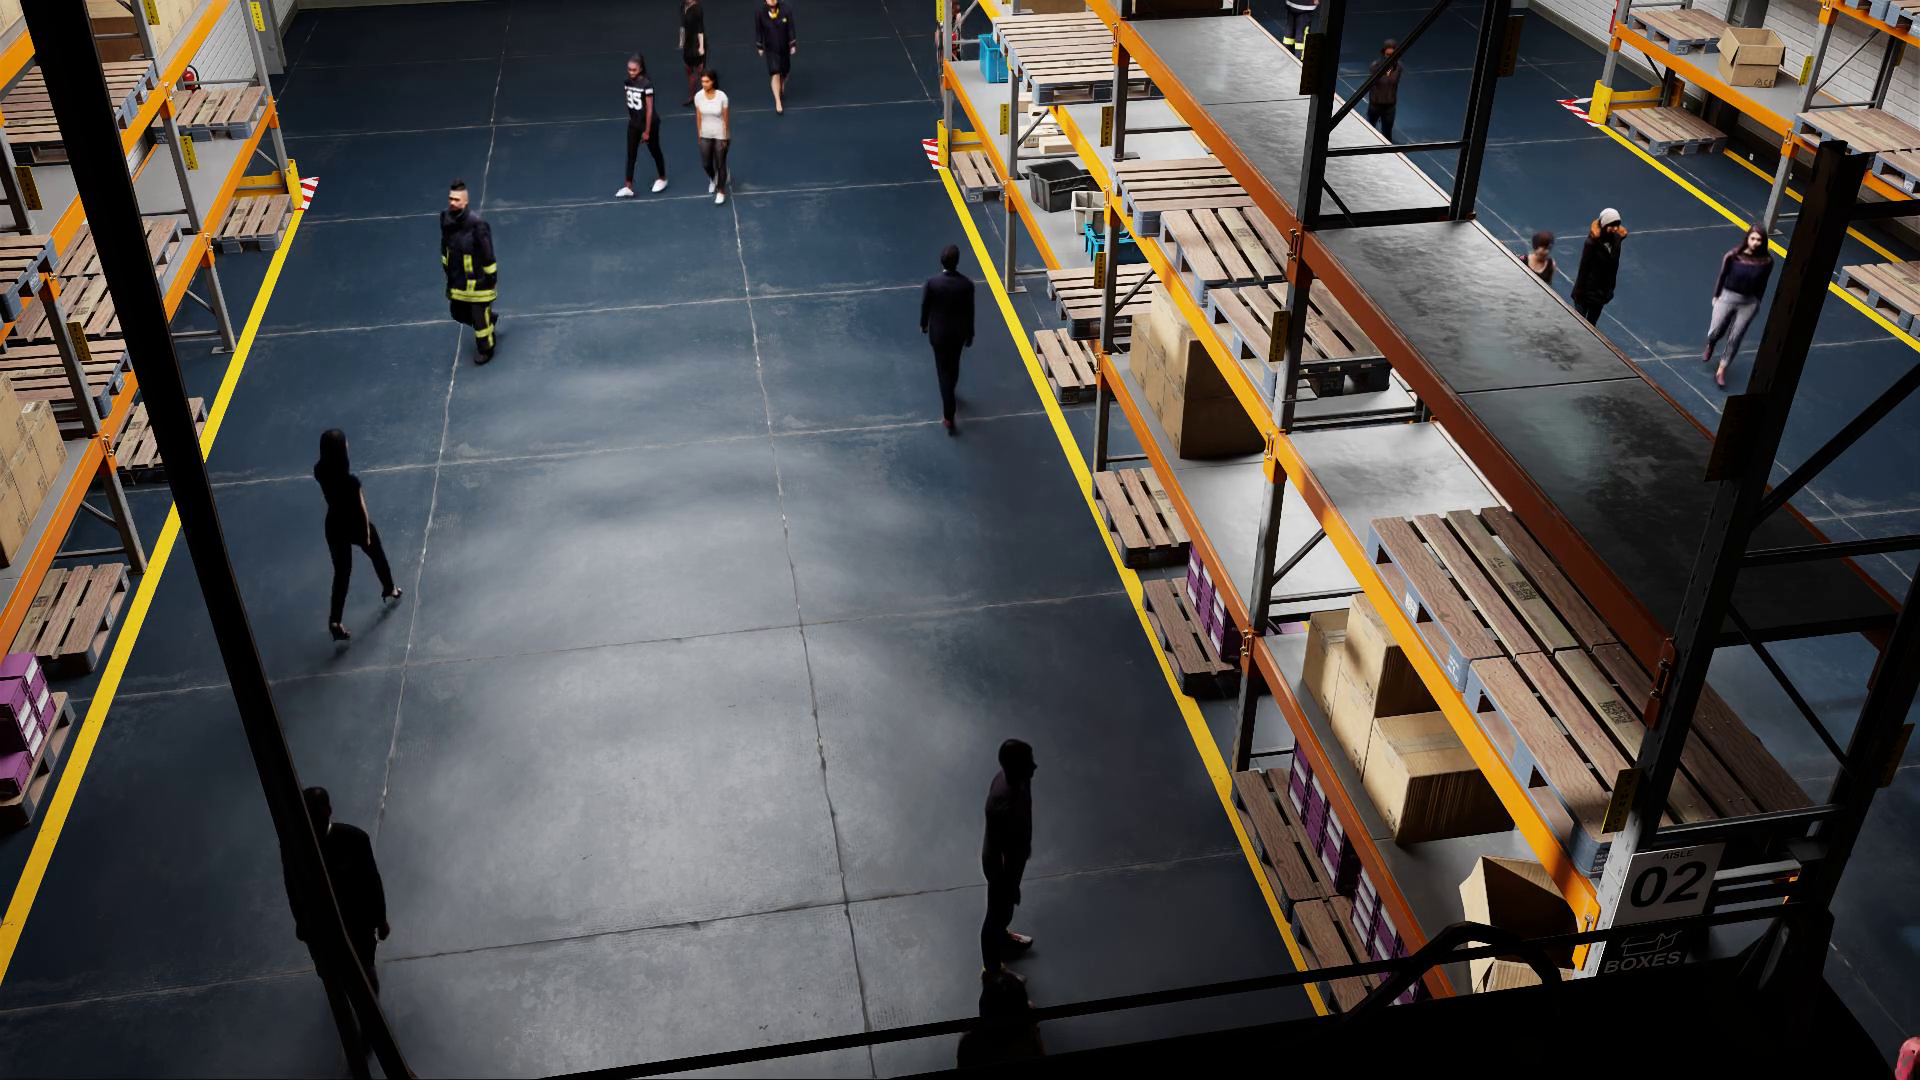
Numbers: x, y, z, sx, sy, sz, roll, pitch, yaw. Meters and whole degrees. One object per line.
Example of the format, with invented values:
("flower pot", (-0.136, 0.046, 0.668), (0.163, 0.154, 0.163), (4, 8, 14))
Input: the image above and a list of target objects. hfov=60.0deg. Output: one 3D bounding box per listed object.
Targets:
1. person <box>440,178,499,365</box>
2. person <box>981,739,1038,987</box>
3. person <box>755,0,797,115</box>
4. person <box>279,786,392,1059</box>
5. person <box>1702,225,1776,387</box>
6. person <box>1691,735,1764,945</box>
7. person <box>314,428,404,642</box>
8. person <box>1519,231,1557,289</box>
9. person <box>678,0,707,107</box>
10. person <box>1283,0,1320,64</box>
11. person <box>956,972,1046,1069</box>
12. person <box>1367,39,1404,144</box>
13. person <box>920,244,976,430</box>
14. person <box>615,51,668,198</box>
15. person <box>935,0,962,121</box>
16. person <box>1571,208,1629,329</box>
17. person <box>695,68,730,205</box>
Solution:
("person", (-4.782, -2.676, 16.373), (0.980, 1.846, 1.052), (14, 36, 20))
("person", (0.269, 1.849, 9.643), (0.748, 1.761, 0.587), (6, 34, 8))
("person", (-2.476, -6.676, 22.569), (0.689, 1.649, 1.018), (-6, 34, -9))
("person", (-3.459, 2.052, 9.313), (0.755, 1.789, 0.962), (-1, 34, -2))
("person", (7.478, -2.289, 16.016), (0.781, 1.597, 0.889), (9, 35, 13))
("person", (4.563, 1.765, 9.953), (0.692, 1.557, 0.617), (16, 37, 23))
("person", (-4.649, -0.020, 12.513), (0.889, 1.696, 1.160), (8, 35, 12))
("person", (5.474, -2.311, 16.103), (0.566, 1.538, 0.590), (-1, 34, -1))
("person", (-3.572, -6.705, 22.571), (0.819, 1.695, 0.694), (-18, 38, -25))
("person", (4.992, -7.987, 24.240), (0.909, 1.983, 0.725), (-17, 37, -24))
("person", (0.201, 2.757, 8.412), (0.732, 1.610, 0.768), (-20, 38, -27))
("person", (5.234, -5.314, 20.513), (0.648, 1.657, 0.781), (-2, 34, -3))
("person", (-0.112, -1.828, 15.249), (0.698, 1.679, 1.131), (-3, 34, -4))
("person", (-3.743, -5.004, 19.992), (0.973, 1.719, 1.094), (16, 37, 22))
("person", (-0.091, -6.533, 22.233), (0.895, 1.783, 0.931), (25, 41, 33))
("person", (6.203, -2.484, 16.276), (0.654, 1.633, 0.642), (-12, 35, -17))
("person", (-2.903, -4.834, 19.816), (0.651, 1.629, 0.728), (4, 34, 6))
